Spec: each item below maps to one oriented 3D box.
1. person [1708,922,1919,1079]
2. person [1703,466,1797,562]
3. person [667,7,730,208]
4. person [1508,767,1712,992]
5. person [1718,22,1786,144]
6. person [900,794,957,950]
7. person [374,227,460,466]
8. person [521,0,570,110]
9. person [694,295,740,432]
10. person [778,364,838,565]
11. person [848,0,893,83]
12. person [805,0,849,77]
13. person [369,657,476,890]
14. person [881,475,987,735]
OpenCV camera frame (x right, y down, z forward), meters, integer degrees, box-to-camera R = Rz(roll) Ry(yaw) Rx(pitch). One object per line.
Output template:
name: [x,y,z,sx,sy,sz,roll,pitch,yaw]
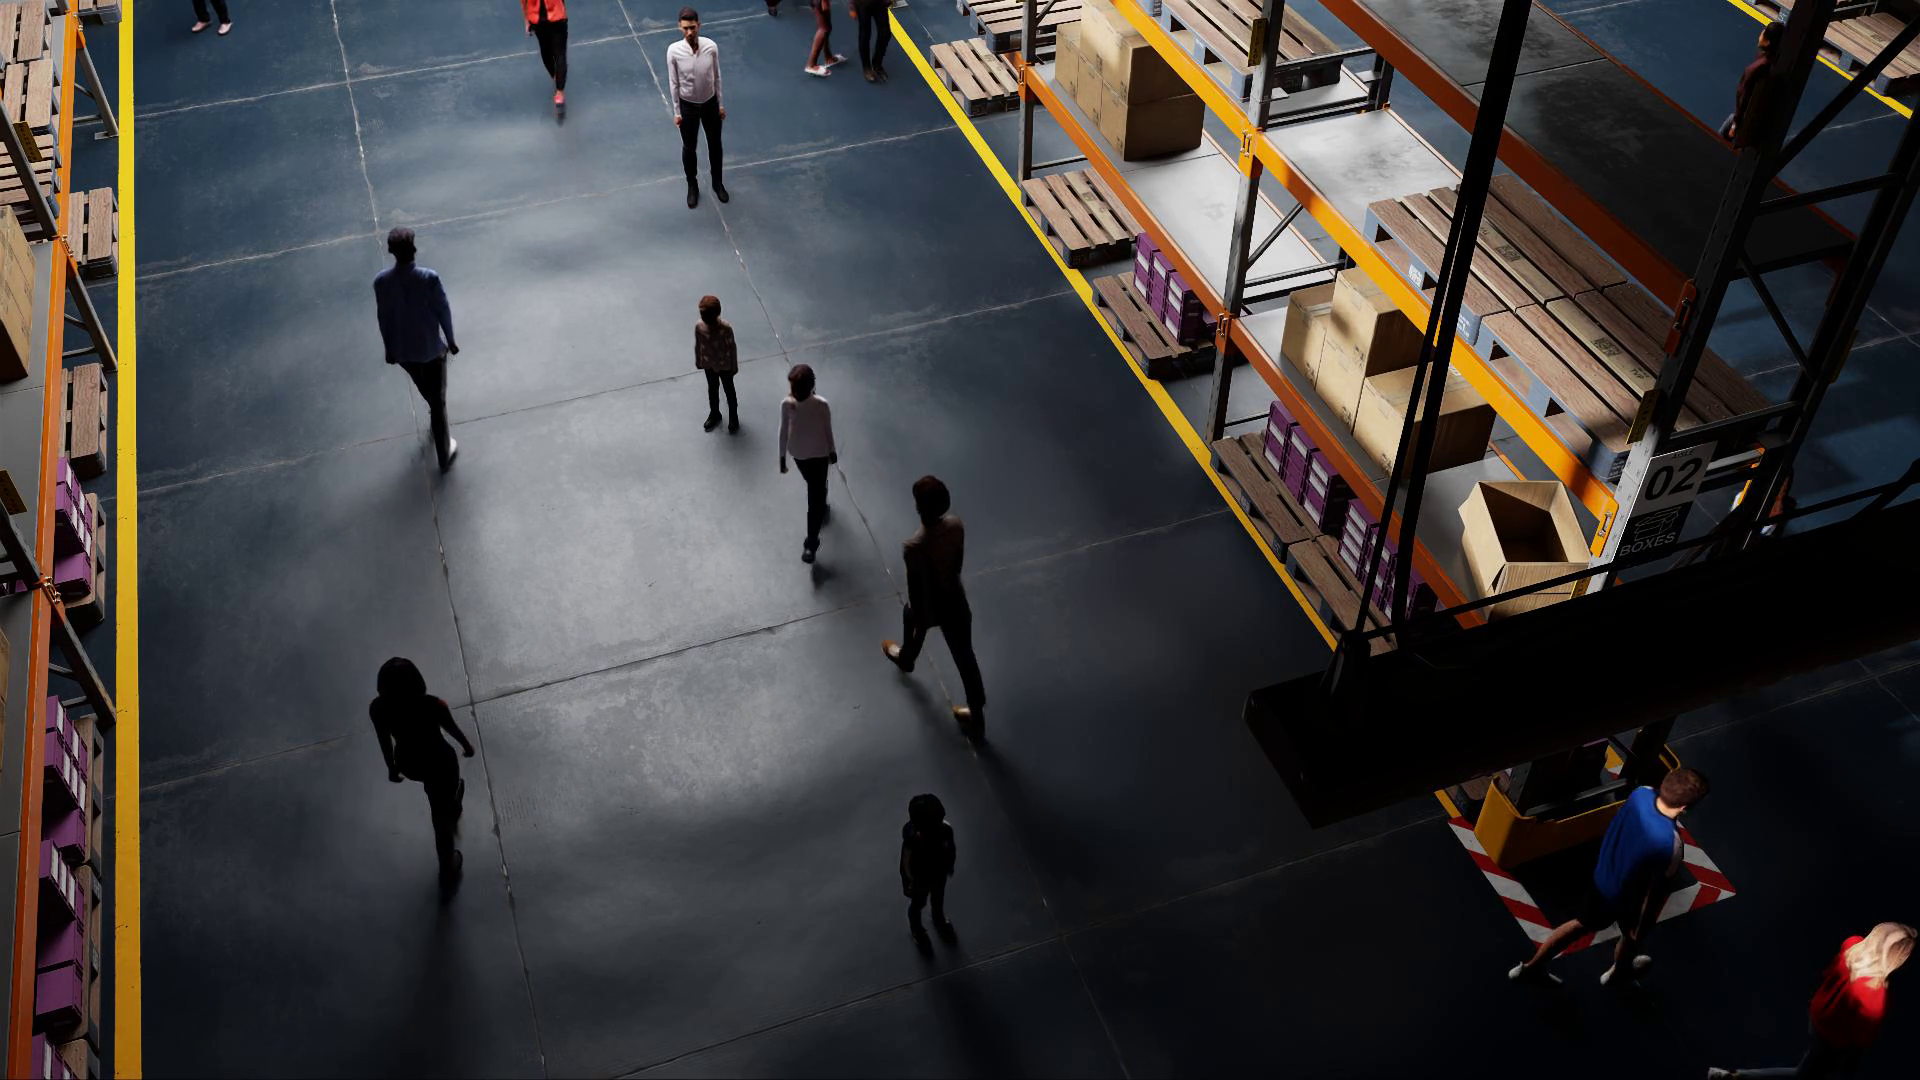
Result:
person: [4.338,2.467,8.410,0.987,1.686,1.023,7,44,7]
person: [5.230,0.074,11.079,0.683,1.469,0.699,3,44,3]
person: [-2.353,-3.927,14.989,0.628,1.868,0.574,-11,45,-11]
person: [3.485,1.867,8.934,0.750,1.832,1.035,-10,44,-10]
person: [7.115,-3.726,14.864,0.835,1.750,1.084,-25,49,-24]
person: [-0.178,1.846,9.398,0.559,1.222,0.553,-28,50,-26]
person: [-4.027,-1.377,12.338,0.876,1.835,1.171,-2,44,-3]
person: [-4.046,-5.053,16.321,0.817,1.662,1.212,-2,44,-2]
person: [-1.866,-1.379,12.804,0.558,1.194,0.584,7,44,7]
person: [-1.050,-0.660,11.822,0.906,1.507,1.143,6,44,6]
person: [-0.933,-5.463,16.684,0.690,1.755,0.636,-16,46,-16]
person: [-1.529,-5.532,16.787,0.776,1.713,0.715,-14,45,-14]
person: [-3.074,1.379,9.539,0.841,1.703,1.085,2,44,2]
person: [-0.076,0.462,10.410,0.908,1.830,1.323,-28,50,-26]
